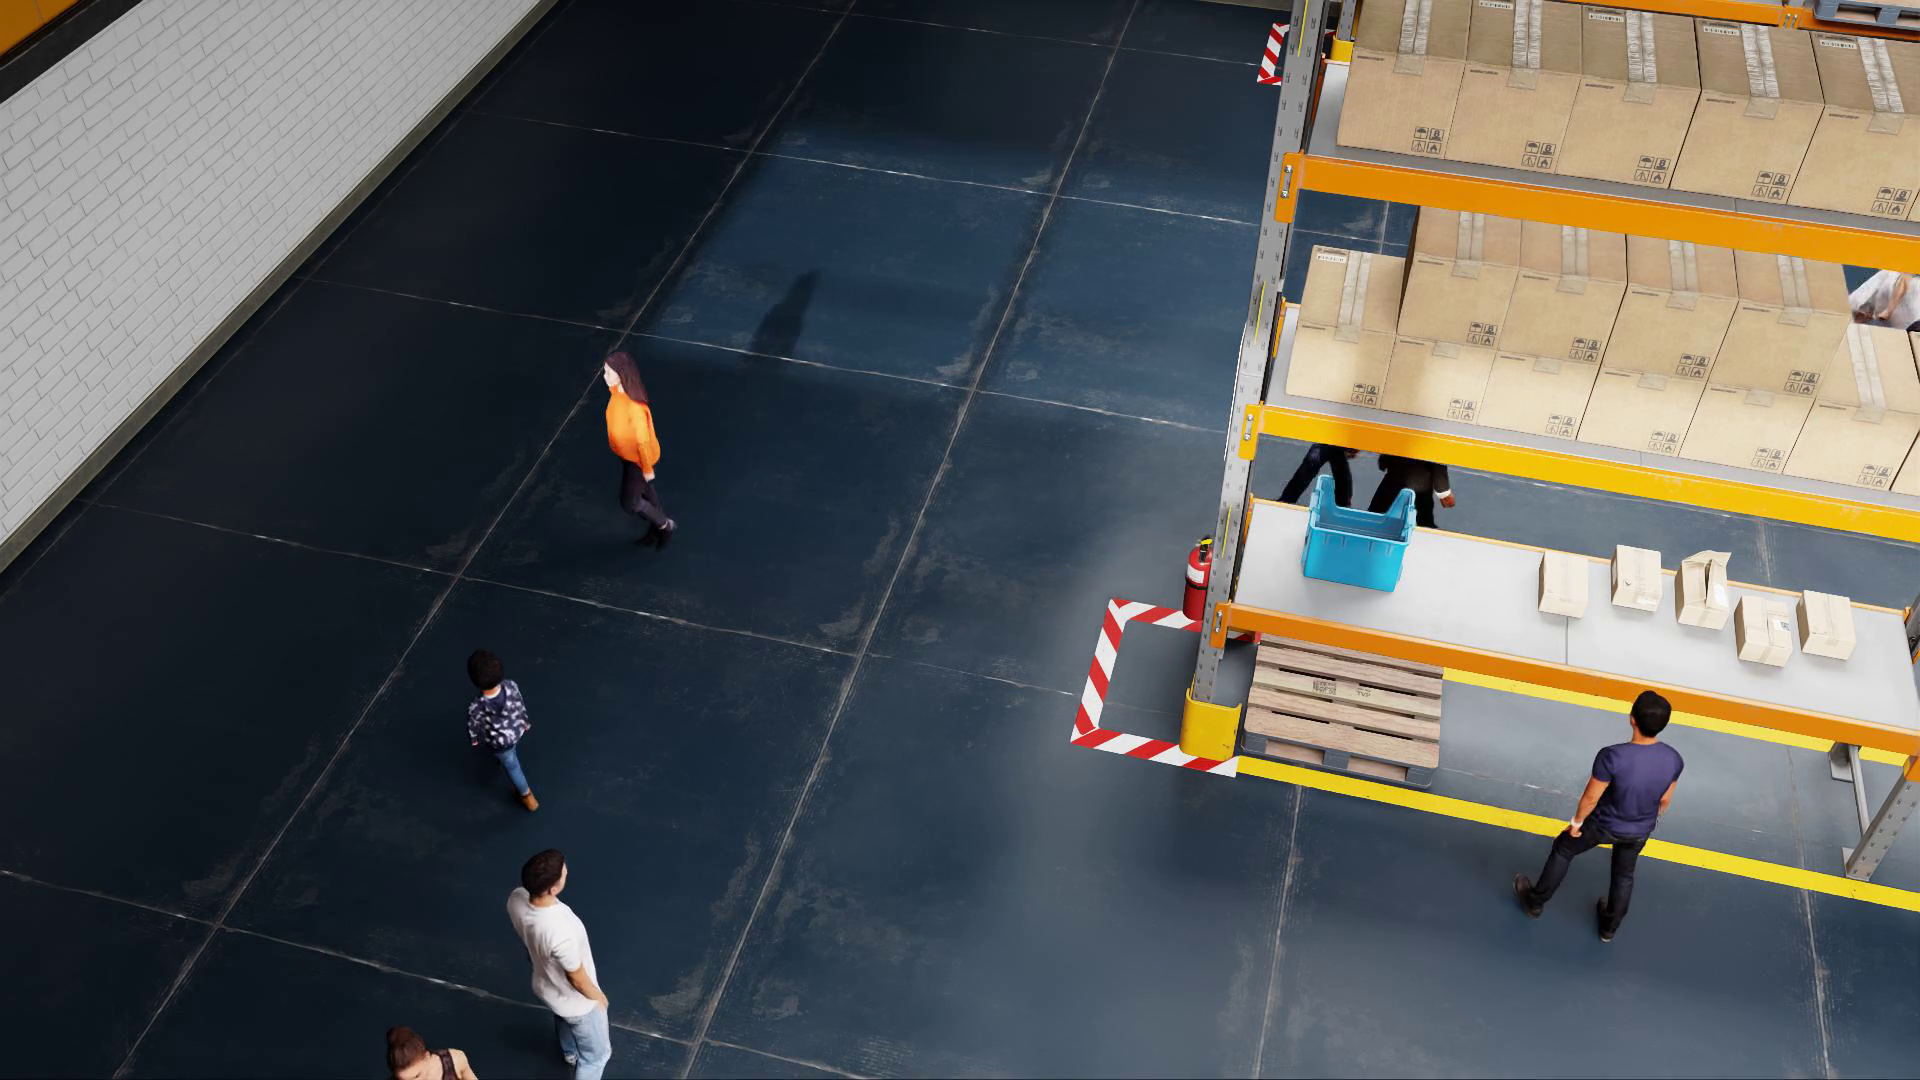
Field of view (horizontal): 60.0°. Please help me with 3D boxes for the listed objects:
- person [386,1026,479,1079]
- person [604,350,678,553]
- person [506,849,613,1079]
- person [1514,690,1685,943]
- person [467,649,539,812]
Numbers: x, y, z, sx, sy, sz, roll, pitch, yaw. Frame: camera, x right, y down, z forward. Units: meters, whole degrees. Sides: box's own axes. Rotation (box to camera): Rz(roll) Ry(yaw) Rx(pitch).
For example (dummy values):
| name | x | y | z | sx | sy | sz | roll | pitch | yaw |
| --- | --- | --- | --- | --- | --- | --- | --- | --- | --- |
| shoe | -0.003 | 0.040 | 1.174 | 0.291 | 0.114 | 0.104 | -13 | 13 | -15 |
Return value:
| name | x | y | z | sx | sy | sz | roll | pitch | yaw |
| --- | --- | --- | --- | --- | --- | --- | --- | --- | --- |
| person | -2.491 | 2.760 | 7.988 | 0.791 | 1.665 | 0.860 | -27 | 50 | -26 |
| person | -2.144 | -0.612 | 11.475 | 0.801 | 1.738 | 0.747 | -19 | 47 | -19 |
| person | -2.005 | 2.229 | 8.412 | 1.078 | 1.849 | 0.961 | -32 | 52 | -29 |
| person | 3.610 | 1.560 | 9.175 | 0.687 | 1.765 | 0.881 | 2 | 44 | 2 |
| person | -2.724 | 1.169 | 9.977 | 0.882 | 1.225 | 0.742 | 34 | 53 | 31 |
